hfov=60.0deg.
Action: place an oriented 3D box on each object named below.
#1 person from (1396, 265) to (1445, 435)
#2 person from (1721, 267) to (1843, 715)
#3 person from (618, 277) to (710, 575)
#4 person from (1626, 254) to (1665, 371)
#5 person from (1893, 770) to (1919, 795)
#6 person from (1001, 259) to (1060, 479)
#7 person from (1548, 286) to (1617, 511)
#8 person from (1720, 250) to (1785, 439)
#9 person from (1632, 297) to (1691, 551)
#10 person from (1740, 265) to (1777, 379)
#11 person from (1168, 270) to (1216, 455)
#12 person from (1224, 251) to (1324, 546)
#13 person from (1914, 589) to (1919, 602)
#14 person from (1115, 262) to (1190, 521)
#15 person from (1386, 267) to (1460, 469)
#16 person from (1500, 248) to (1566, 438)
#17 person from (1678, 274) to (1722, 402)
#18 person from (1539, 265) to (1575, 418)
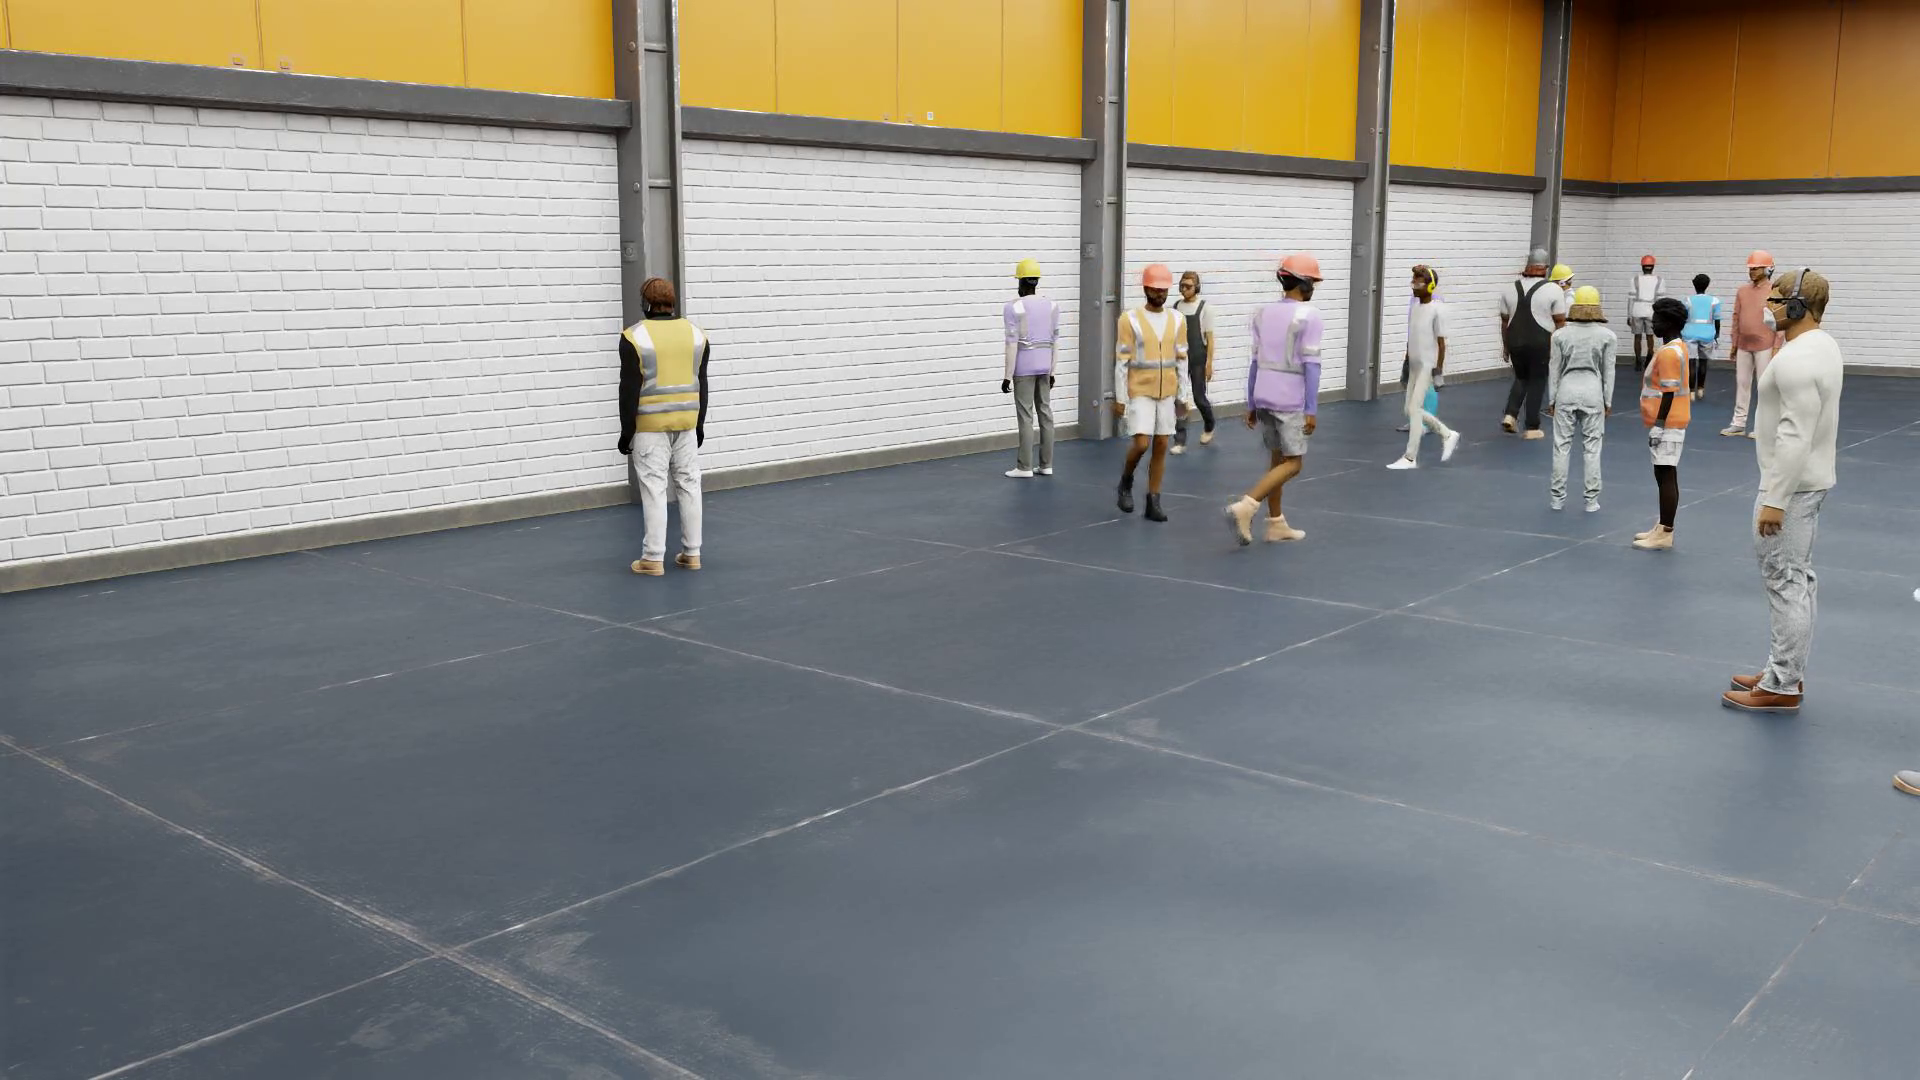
[{"bbox_3d":[5.067,-2.071,18.135,0.372,1.840,0.570,-3,10,-15],"label":"person"},{"bbox_3d":[3.613,-0.210,7.268,0.364,1.939,0.636,7,12,33],"label":"person"},{"bbox_3d":[-1.855,-0.702,10.347,0.621,1.845,0.429,-8,13,-40],"label":"person"},{"bbox_3d":[11.257,-3.725,27.330,0.546,1.922,0.570,3,10,16],"label":"person"},{"bbox_3d":[3.735,0.028,6.079,0.574,1.880,0.355,-7,12,-34],"label":"person"},{"bbox_3d":[0.610,-1.502,14.656,0.587,1.928,0.382,-7,12,-34],"label":"person"},{"bbox_3d":[4.792,-1.089,12.862,0.484,1.737,0.322,4,11,23],"label":"person"},{"bbox_3d":[8.480,-2.076,17.734,0.395,1.994,0.612,-5,11,-27],"label":"person"},{"bbox_3d":[4.735,-0.777,11.185,0.319,1.697,0.533,5,11,27],"label":"person"},{"bbox_3d":[12.224,-3.347,25.478,0.642,1.813,0.595,5,11,28],"label":"person"},{"bbox_3d":[2.322,-1.772,16.541,0.508,1.821,0.808,6,12,32],"label":"person"},{"bbox_3d":[2.105,-0.933,11.183,0.758,2.013,0.624,-6,12,-31],"label":"person"},{"bbox_3d":[5.625,-0.444,8.979,0.541,1.817,0.989,0,10,-1],"label":"person"},{"bbox_3d":[1.425,-1.095,12.346,0.552,1.921,0.465,-3,11,-19],"label":"person"},{"bbox_3d":[4.281,-1.566,15.261,0.702,1.846,0.524,-3,10,-14],"label":"person"},{"bbox_3d":[6.135,-2.098,17.729,0.539,2.000,0.686,-8,13,-39],"label":"person"},{"bbox_3d":[9.786,-2.688,22.104,0.558,1.668,0.709,3,10,15],"label":"person"},{"bbox_3d":[7.180,-2.373,19.910,0.403,1.824,0.586,2,10,11],"label":"person"}]
